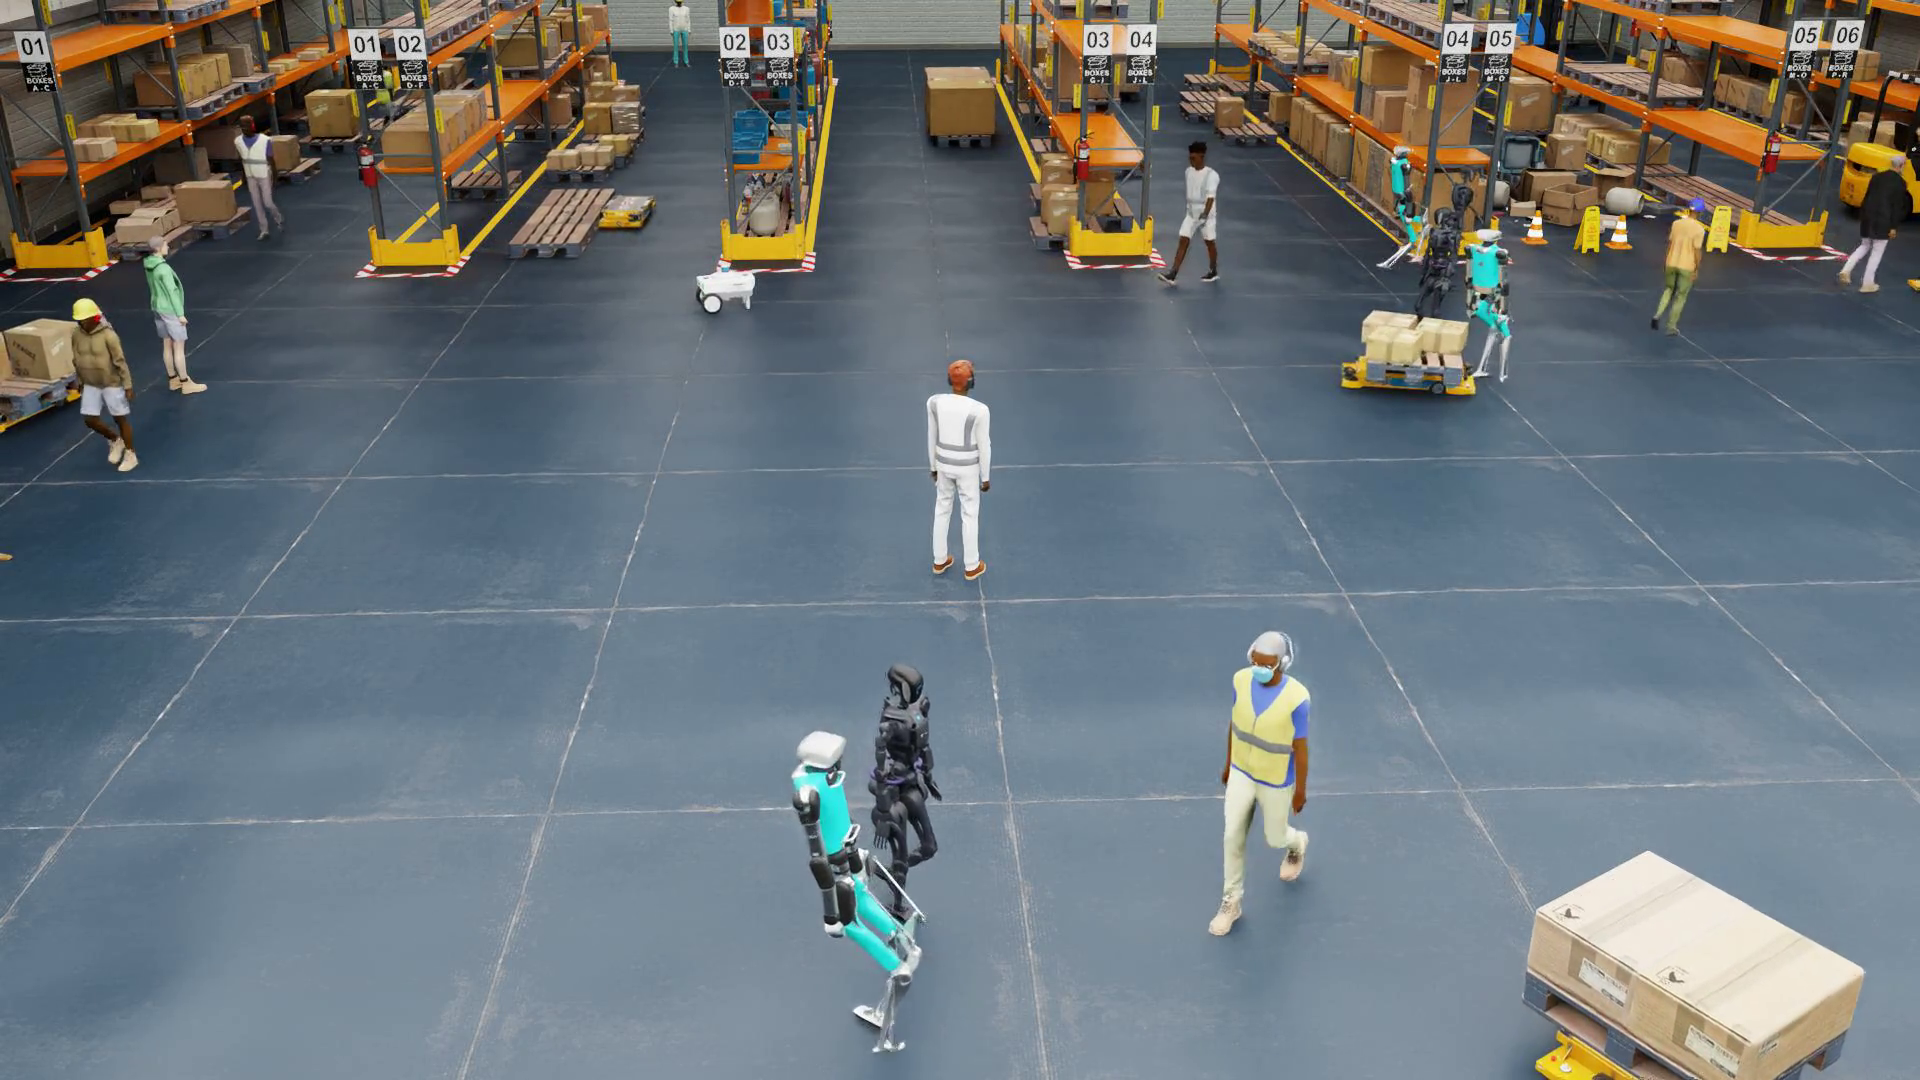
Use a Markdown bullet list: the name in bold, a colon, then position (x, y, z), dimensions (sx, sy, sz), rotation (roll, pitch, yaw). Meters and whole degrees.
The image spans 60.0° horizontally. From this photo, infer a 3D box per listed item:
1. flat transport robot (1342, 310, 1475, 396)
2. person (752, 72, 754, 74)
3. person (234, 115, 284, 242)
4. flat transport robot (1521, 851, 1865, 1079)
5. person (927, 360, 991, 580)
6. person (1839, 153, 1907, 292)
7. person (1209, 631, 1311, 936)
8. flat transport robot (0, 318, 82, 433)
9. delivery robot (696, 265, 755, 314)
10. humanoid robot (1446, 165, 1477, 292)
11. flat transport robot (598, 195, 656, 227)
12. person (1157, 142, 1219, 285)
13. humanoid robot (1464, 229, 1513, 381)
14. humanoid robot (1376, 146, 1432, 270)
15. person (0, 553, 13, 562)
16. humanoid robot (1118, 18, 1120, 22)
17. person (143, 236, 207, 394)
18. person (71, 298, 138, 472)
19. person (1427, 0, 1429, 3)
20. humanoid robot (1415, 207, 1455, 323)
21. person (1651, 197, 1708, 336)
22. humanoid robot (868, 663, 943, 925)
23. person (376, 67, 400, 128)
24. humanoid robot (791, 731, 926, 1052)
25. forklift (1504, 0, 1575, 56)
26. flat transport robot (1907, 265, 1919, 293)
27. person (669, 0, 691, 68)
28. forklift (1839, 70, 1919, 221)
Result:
- **flat transport robot**: position (5.010, -1.843, 18.614), dimensions (1.431, 0.231, 0.659), rotation (5, 24, 11)
- **person**: position (-5.092, -12.028, 39.575), dimensions (0.859, 1.826, 0.569), rotation (8, 25, 17)
- **person**: position (-10.351, -5.351, 24.565), dimensions (0.583, 1.833, 0.468), rotation (3, 24, 7)
- **flat transport robot**: position (3.724, 2.601, 8.627), dimensions (1.431, 0.231, 0.659), rotation (-15, 28, -31)
- **person**: position (-0.015, -0.583, 13.814), dimensions (0.569, 1.877, 0.342), rotation (11, 26, 24)
- **person**: position (12.079, -4.181, 21.933), dimensions (0.525, 1.837, 0.558), rotation (-10, 26, -20)
- **person**: position (1.770, 1.325, 9.548), dimensions (0.528, 1.862, 0.830), rotation (17, 29, 34)
- **flat transport robot**: position (-10.082, -1.435, 17.697), dimensions (0.659, 0.231, 1.431), rotation (6, 25, 12)
- **delivery robot**: position (-3.033, -3.228, 21.383), dimensions (0.773, 0.601, 0.518), rotation (-7, 25, -16)
- **humanoid robot**: position (6.560, -4.134, 22.043), dimensions (0.402, 1.648, 0.613), rotation (5, 24, 11)
- **flat transport robot**: position (-5.208, -5.150, 26.044), dimensions (0.659, 0.231, 1.431), rotation (0, 24, 0)
- **person**: position (3.138, -4.345, 22.221), dimensions (1.032, 1.901, 0.612), rotation (-18, 30, -35)
- **humanoid robot**: position (5.977, -2.625, 18.595), dimensions (0.811, 1.798, 0.547), rotation (-20, 31, -38)
- **humanoid robot**: position (6.245, -4.553, 22.907), dimensions (1.035, 1.718, 0.537), rotation (-4, 24, -9)
- **person**: position (-8.349, -0.605, 13.850), dimensions (0.378, 1.892, 0.567), rotation (-1, 24, -3)
- **humanoid robot**: position (3.484, -12.146, 40.009), dimensions (0.559, 1.751, 1.043), rotation (-16, 28, -31)
- **person**: position (-8.647, -2.460, 18.189), dimensions (0.469, 1.742, 0.346), rotation (18, 30, 34)
- **person**: position (-8.238, -1.486, 15.982), dimensions (0.600, 1.747, 0.428), rotation (1, 24, 3)
- **person**: position (11.670, -12.998, 41.798), dimensions (0.386, 1.796, 0.594), rotation (-5, 25, -12)
- **humanoid robot**: position (5.660, -3.127, 19.763), dimensions (0.353, 1.656, 0.607), rotation (-7, 25, -15)
- **person**: position (8.741, -3.300, 20.116), dimensions (0.447, 1.697, 0.465), rotation (-17, 29, -33)
- **humanoid robot**: position (-0.353, 1.440, 9.500), dimensions (0.382, 1.644, 0.609), rotation (12, 27, 26)
- **person**: position (-10.801, -8.263, 31.311), dimensions (0.569, 1.661, 0.404), rotation (19, 30, 36)
- **humanoid robot**: position (-0.446, 1.831, 8.576), dimensions (0.788, 1.803, 0.547), rotation (3, 24, 8)
- **forklift**: position (14.700, -13.805, 42.301), dimensions (1.873, 2.768, 1.129), rotation (-1, 24, -2)
- **flat transport robot**: position (13.415, -3.346, 21.990), dimensions (1.431, 0.231, 0.659), rotation (4, 24, 8)
- **person**: position (-6.820, -12.419, 40.540), dimensions (0.522, 1.766, 0.311), rotation (-10, 26, -22)
- **forklift**: position (15.132, -6.143, 25.915), dimensions (2.313, 2.155, 1.214), rotation (-1, 24, -2)
